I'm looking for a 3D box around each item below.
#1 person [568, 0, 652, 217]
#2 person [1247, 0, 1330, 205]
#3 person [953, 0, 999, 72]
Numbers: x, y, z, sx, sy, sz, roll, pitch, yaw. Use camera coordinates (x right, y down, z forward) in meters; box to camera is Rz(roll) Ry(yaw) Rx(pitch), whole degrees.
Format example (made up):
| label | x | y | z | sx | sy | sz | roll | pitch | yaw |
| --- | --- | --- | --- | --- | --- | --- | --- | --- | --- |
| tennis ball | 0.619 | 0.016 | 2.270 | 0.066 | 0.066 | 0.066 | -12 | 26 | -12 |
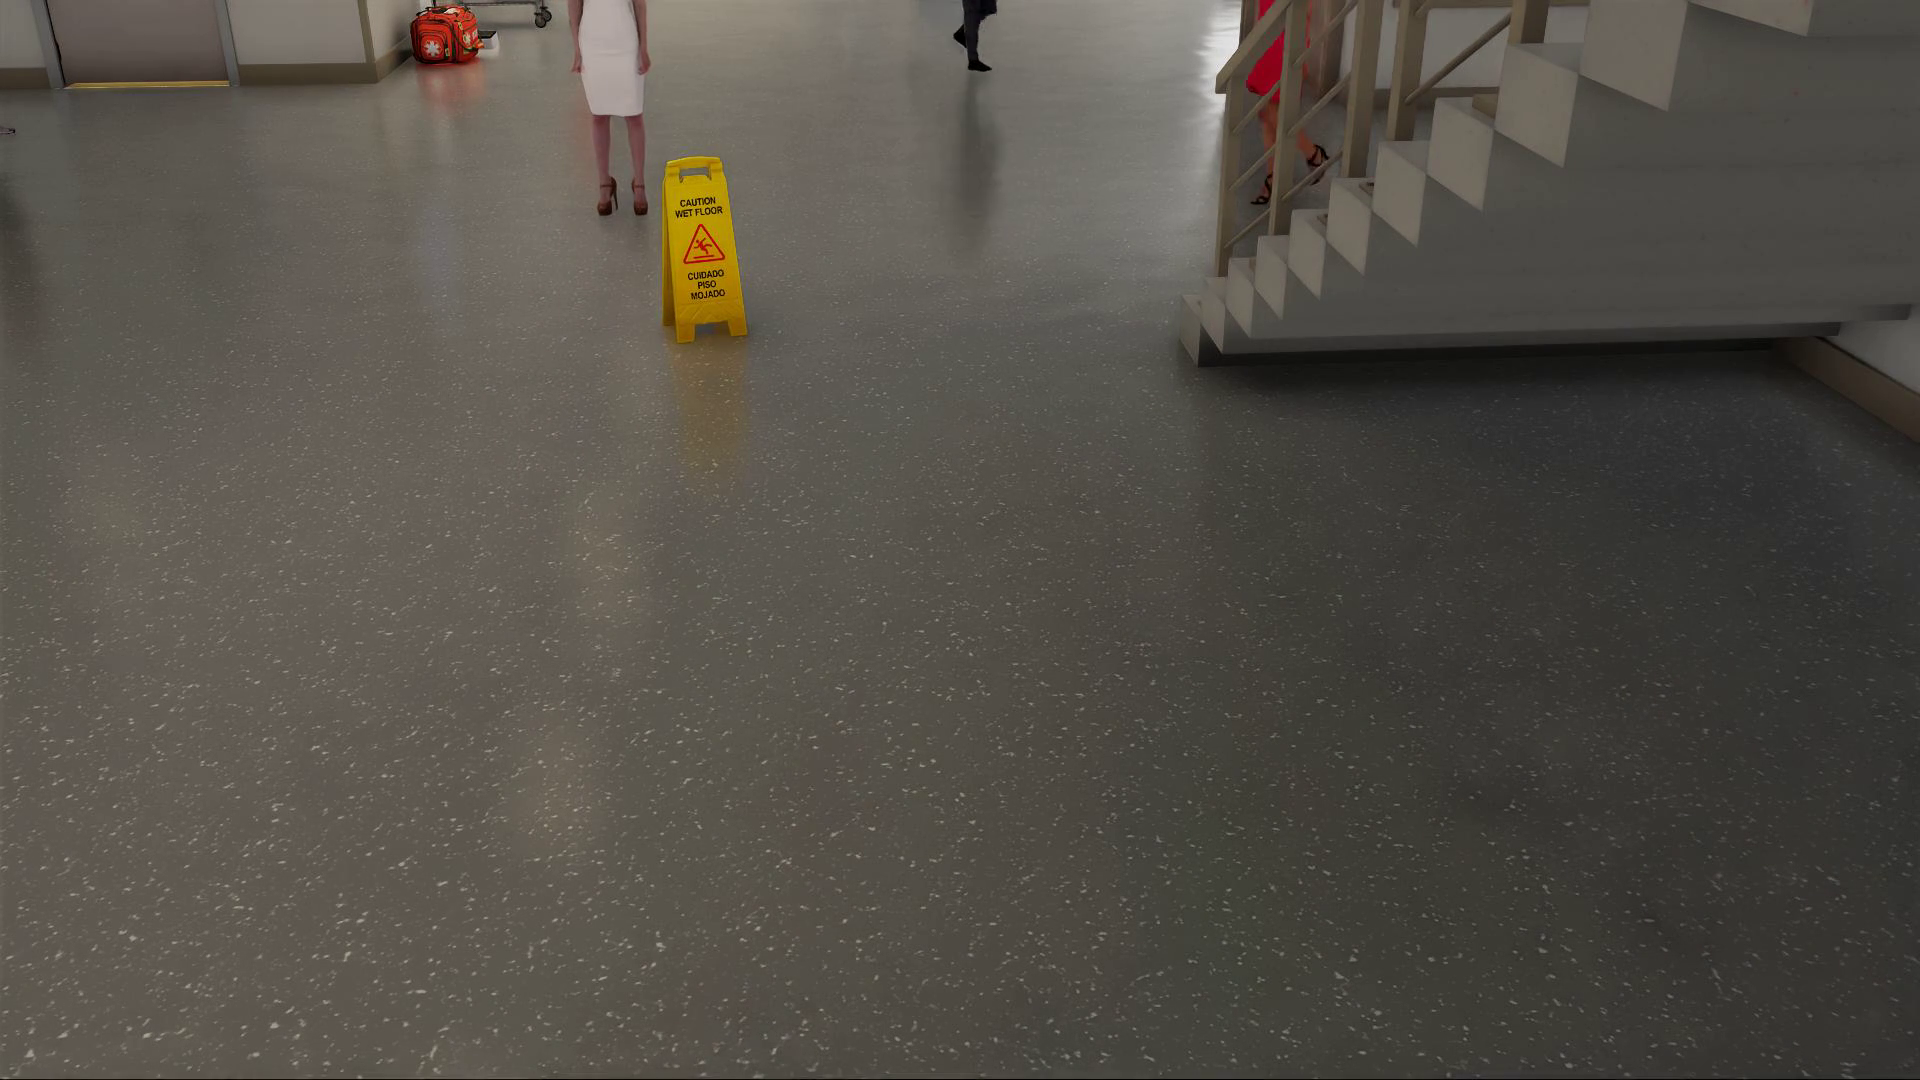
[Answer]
| label | x | y | z | sx | sy | sz | roll | pitch | yaw |
| --- | --- | --- | --- | --- | --- | --- | --- | --- | --- |
| person | -1.883 | -2.651 | 9.034 | 0.582 | 1.793 | 0.507 | -1 | 26 | -1 |
| person | 1.877 | -2.738 | 9.305 | 0.674 | 1.715 | 0.727 | -5 | 26 | -11 |
| person | 0.065 | -4.627 | 13.158 | 0.850 | 1.769 | 0.790 | 20 | 32 | 35 |
